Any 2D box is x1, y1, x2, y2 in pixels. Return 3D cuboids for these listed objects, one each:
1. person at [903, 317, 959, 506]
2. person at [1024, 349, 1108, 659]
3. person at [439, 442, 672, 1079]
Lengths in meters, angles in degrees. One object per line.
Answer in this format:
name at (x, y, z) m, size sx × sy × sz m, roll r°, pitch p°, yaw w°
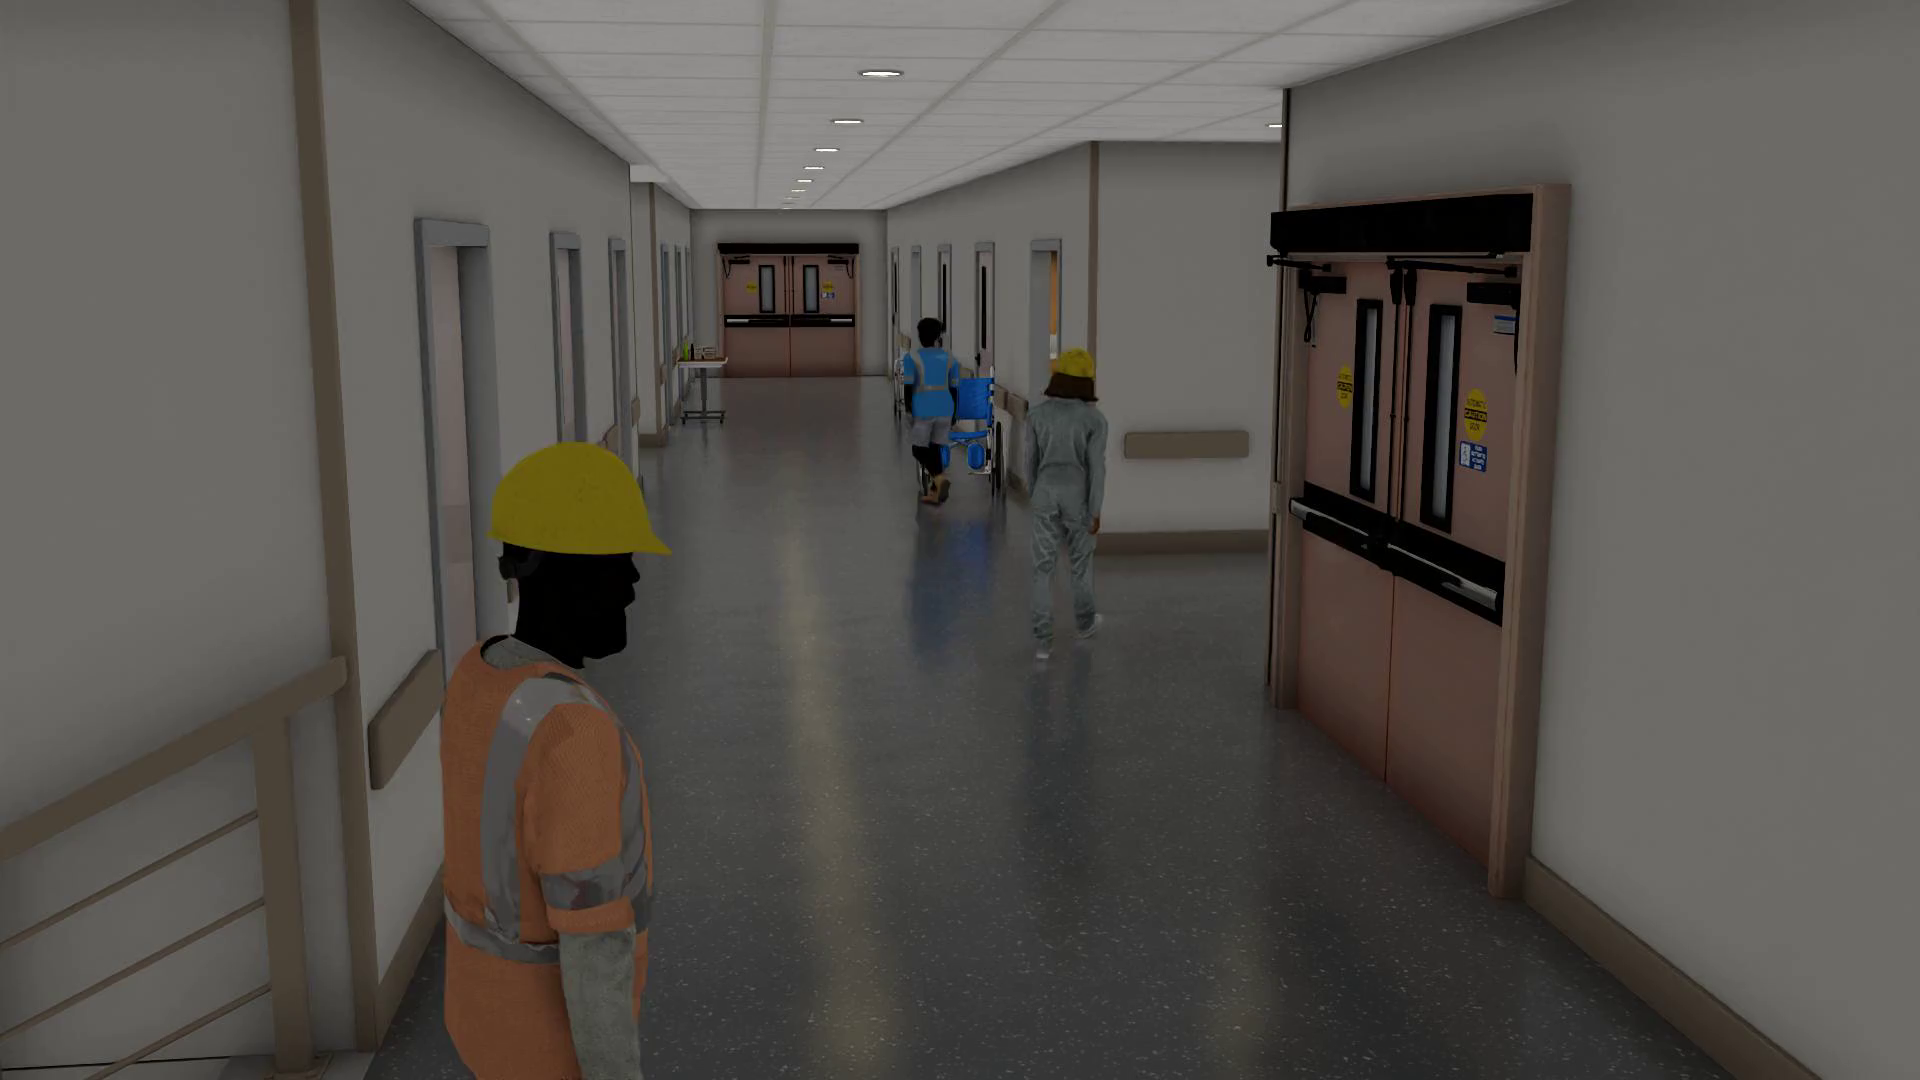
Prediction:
person at (-0.210, -1.104, 14.518) m, size 0.559 × 1.670 × 0.569 m, roll -5°, pitch 11°, yaw -29°
person at (0.594, -0.216, 9.293) m, size 0.498 × 1.698 × 0.872 m, roll 3°, pitch 10°, yaw 16°
person at (-0.642, 0.796, 2.769) m, size 0.404 × 1.917 × 0.590 m, roll -5°, pitch 11°, yaw -27°
